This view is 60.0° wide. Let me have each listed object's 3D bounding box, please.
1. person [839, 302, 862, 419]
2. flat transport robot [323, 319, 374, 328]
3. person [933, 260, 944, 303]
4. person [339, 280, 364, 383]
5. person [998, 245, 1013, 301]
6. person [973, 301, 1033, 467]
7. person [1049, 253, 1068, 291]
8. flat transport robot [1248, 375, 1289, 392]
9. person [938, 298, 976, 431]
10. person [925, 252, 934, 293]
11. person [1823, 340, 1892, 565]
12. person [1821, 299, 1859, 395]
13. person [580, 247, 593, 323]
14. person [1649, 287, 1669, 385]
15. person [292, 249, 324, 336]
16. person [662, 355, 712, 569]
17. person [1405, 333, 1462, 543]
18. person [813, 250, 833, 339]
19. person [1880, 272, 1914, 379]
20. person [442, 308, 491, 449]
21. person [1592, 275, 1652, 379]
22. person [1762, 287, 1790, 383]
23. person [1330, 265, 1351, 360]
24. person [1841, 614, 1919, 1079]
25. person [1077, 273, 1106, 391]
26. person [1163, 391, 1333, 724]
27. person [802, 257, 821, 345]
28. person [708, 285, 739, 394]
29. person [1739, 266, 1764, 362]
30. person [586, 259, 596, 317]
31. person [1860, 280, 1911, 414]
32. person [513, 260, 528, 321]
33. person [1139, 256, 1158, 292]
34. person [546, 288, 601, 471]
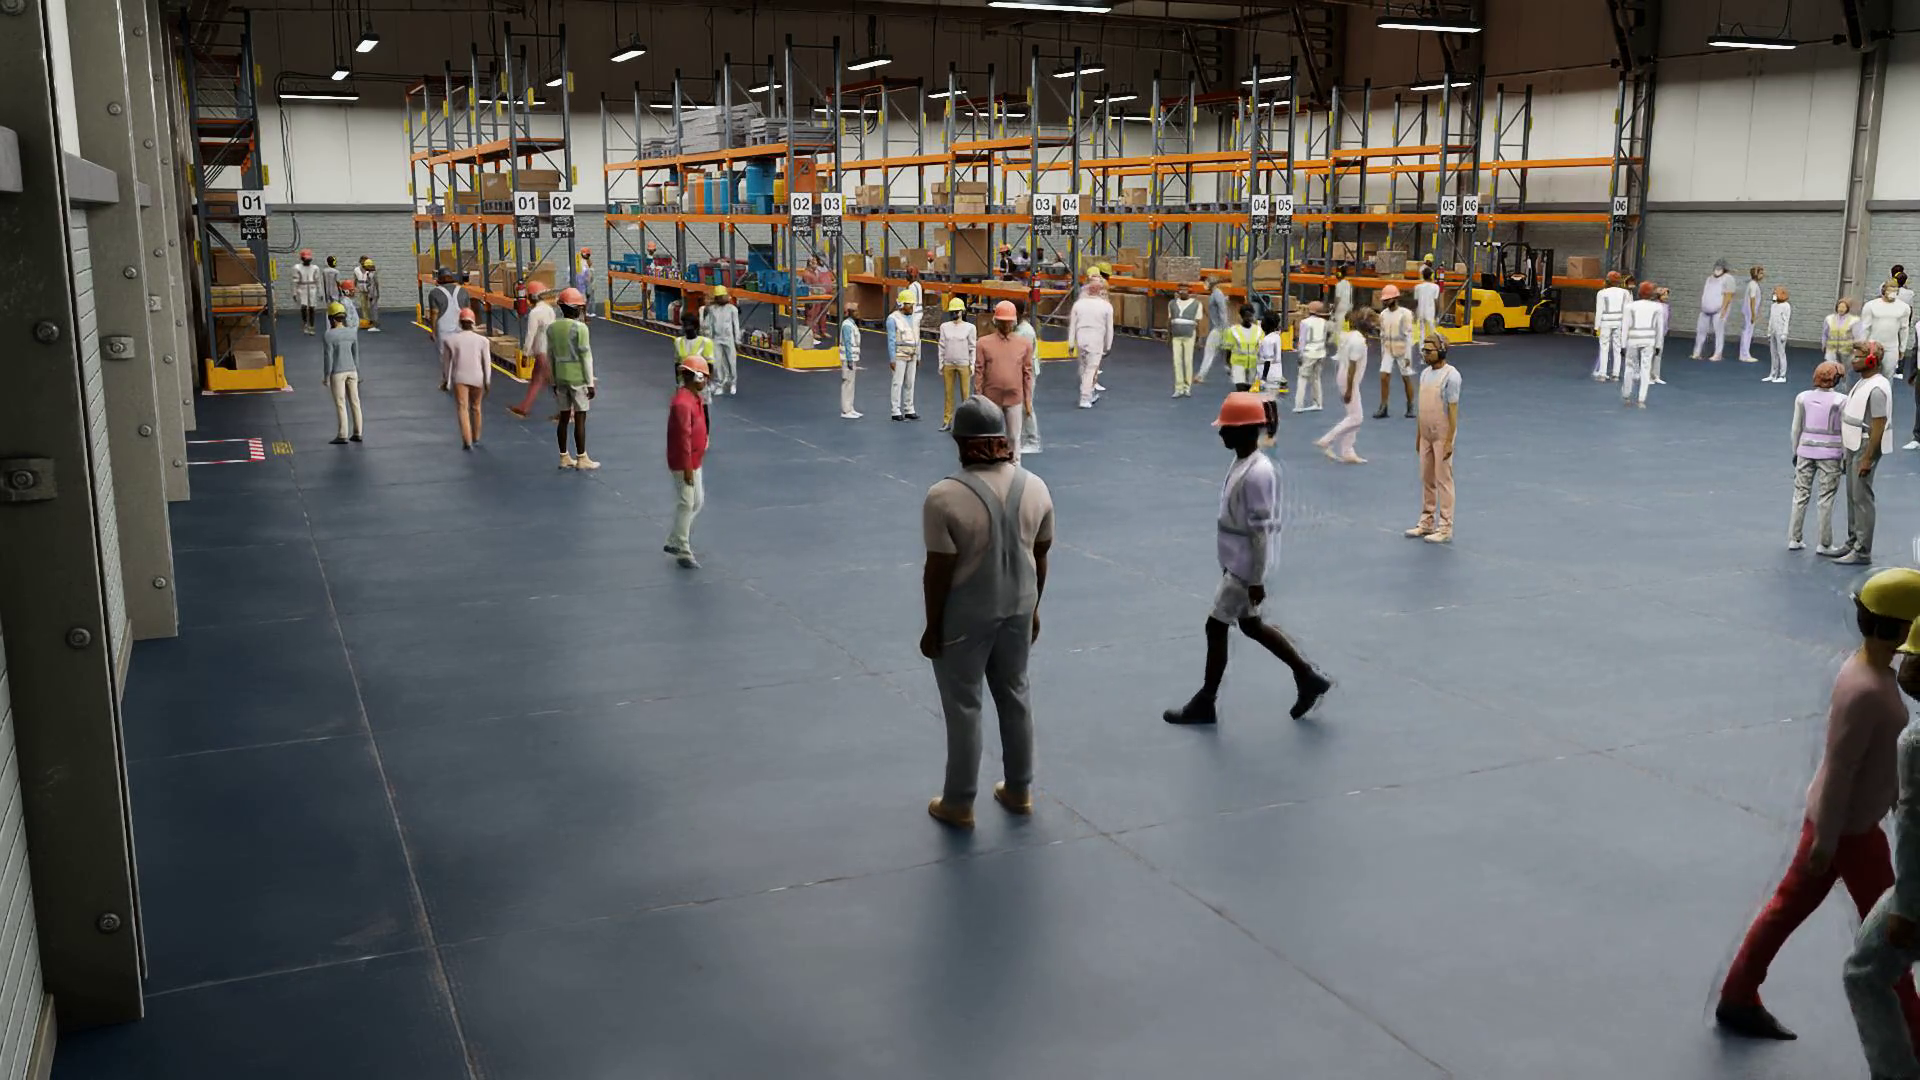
[{"bbox_3d":[-1.551,-2.530,23.441,0.313,1.632,0.518,1,11,5],"label":"person"},{"bbox_3d":[-15.309,-5.451,41.747,1.431,0.197,0.652,9,14,39],"label":"flat transport robot"},{"bbox_3d":[-0.657,-8.490,53.446,0.573,1.741,0.573,-6,13,-27],"label":"person"},{"bbox_3d":[-10.347,-3.540,28.252,0.325,1.752,0.559,-4,12,-20],"label":"person"},{"bbox_3d":[1.194,-6.855,44.420,0.409,2.028,0.612,5,12,25],"label":"person"},{"bbox_3d":[0.442,-1.434,16.934,0.611,1.995,0.376,-1,11,-7],"label":"person"},{"bbox_3d":[2.818,-7.341,47.684,0.589,1.726,0.613,-4,12,-19],"label":"person"},{"bbox_3d":[4.909,-2.557,27.035,0.652,0.197,1.431,0,11,2],"label":"flat transport robot"},{"bbox_3d":[-0.041,-2.303,21.934,0.523,1.769,0.314,3,12,17],"label":"person"},{"bbox_3d":[-0.875,-7.489,48.320,0.342,1.751,0.564,2,11,8],"label":"person"},{"bbox_3d":[7.418,-0.713,13.649,0.376,1.844,0.571,3,12,16],"label":"person"},{"bbox_3d":[13.367,-2.868,25.266,0.521,1.592,0.900,8,14,36],"label":"person"},{"bbox_3d":[-9.835,-6.695,43.713,0.408,1.987,0.607,-3,12,-15],"label":"person"},{"bbox_3d":[11.736,-3.434,28.031,0.514,1.634,0.313,-7,13,-32],"label":"person"},{"bbox_3d":[-15.298,-5.803,39.058,0.655,2.021,0.598,-7,13,-32],"label":"person"},{"bbox_3d":[-2.255,-0.633,13.558,0.437,1.730,0.725,1,11,4],"label":"person"},{"bbox_3d":[4.178,-0.897,14.616,0.339,1.838,0.504,-4,12,-21],"label":"person"},{"bbox_3d":[-3.179,-5.649,38.241,0.535,2.000,0.685,8,14,35],"label":"person"},{"bbox_3d":[16.295,-3.732,28.966,0.507,1.863,0.326,0,11,1],"label":"person"},{"bbox_3d":[-6.060,-1.988,20.469,0.564,1.717,0.863,-4,12,-20],"label":"person"},{"bbox_3d":[11.546,-3.698,28.925,0.493,1.811,0.991,-11,15,-43],"label":"person"},{"bbox_3d":[13.963,-3.501,28.388,0.283,1.625,0.496,-1,11,-5],"label":"person"},{"bbox_3d":[7.417,-4.460,32.660,0.493,1.857,0.552,8,14,36],"label":"person"},{"bbox_3d":[2.966,1.056,5.003,0.495,1.711,0.488,-5,12,-24],"label":"person"},{"bbox_3d":[2.159,-3.348,26.888,0.403,1.906,0.651,9,14,38],"label":"person"},{"bbox_3d":[1.651,0.111,9.324,0.913,1.907,0.556,0,11,2],"label":"person"},{"bbox_3d":[-3.254,-5.259,36.604,0.410,1.907,0.642,0,11,2],"label":"person"},{"bbox_3d":[-3.760,-3.179,26.464,0.493,1.746,0.339,2,11,9],"label":"person"},{"bbox_3d":[15.346,-4.371,32.241,0.351,1.846,0.506,4,12,19],"label":"person"},{"bbox_3d":[-10.365,-7.048,46.385,0.499,1.634,0.285,9,14,38],"label":"person"},{"bbox_3d":[13.251,-2.764,23.873,0.634,1.931,0.364,3,12,15],"label":"person"},{"bbox_3d":[-11.754,-6.722,44.398,0.534,1.765,0.323,-8,14,-36],"label":"person"},{"bbox_3d":[5.217,-6.993,45.794,0.537,1.737,0.573,-2,11,-8],"label":"person"},{"bbox_3d":[-4.332,-1.796,18.650,0.615,2.043,0.373,7,13,31],"label":"person"}]
